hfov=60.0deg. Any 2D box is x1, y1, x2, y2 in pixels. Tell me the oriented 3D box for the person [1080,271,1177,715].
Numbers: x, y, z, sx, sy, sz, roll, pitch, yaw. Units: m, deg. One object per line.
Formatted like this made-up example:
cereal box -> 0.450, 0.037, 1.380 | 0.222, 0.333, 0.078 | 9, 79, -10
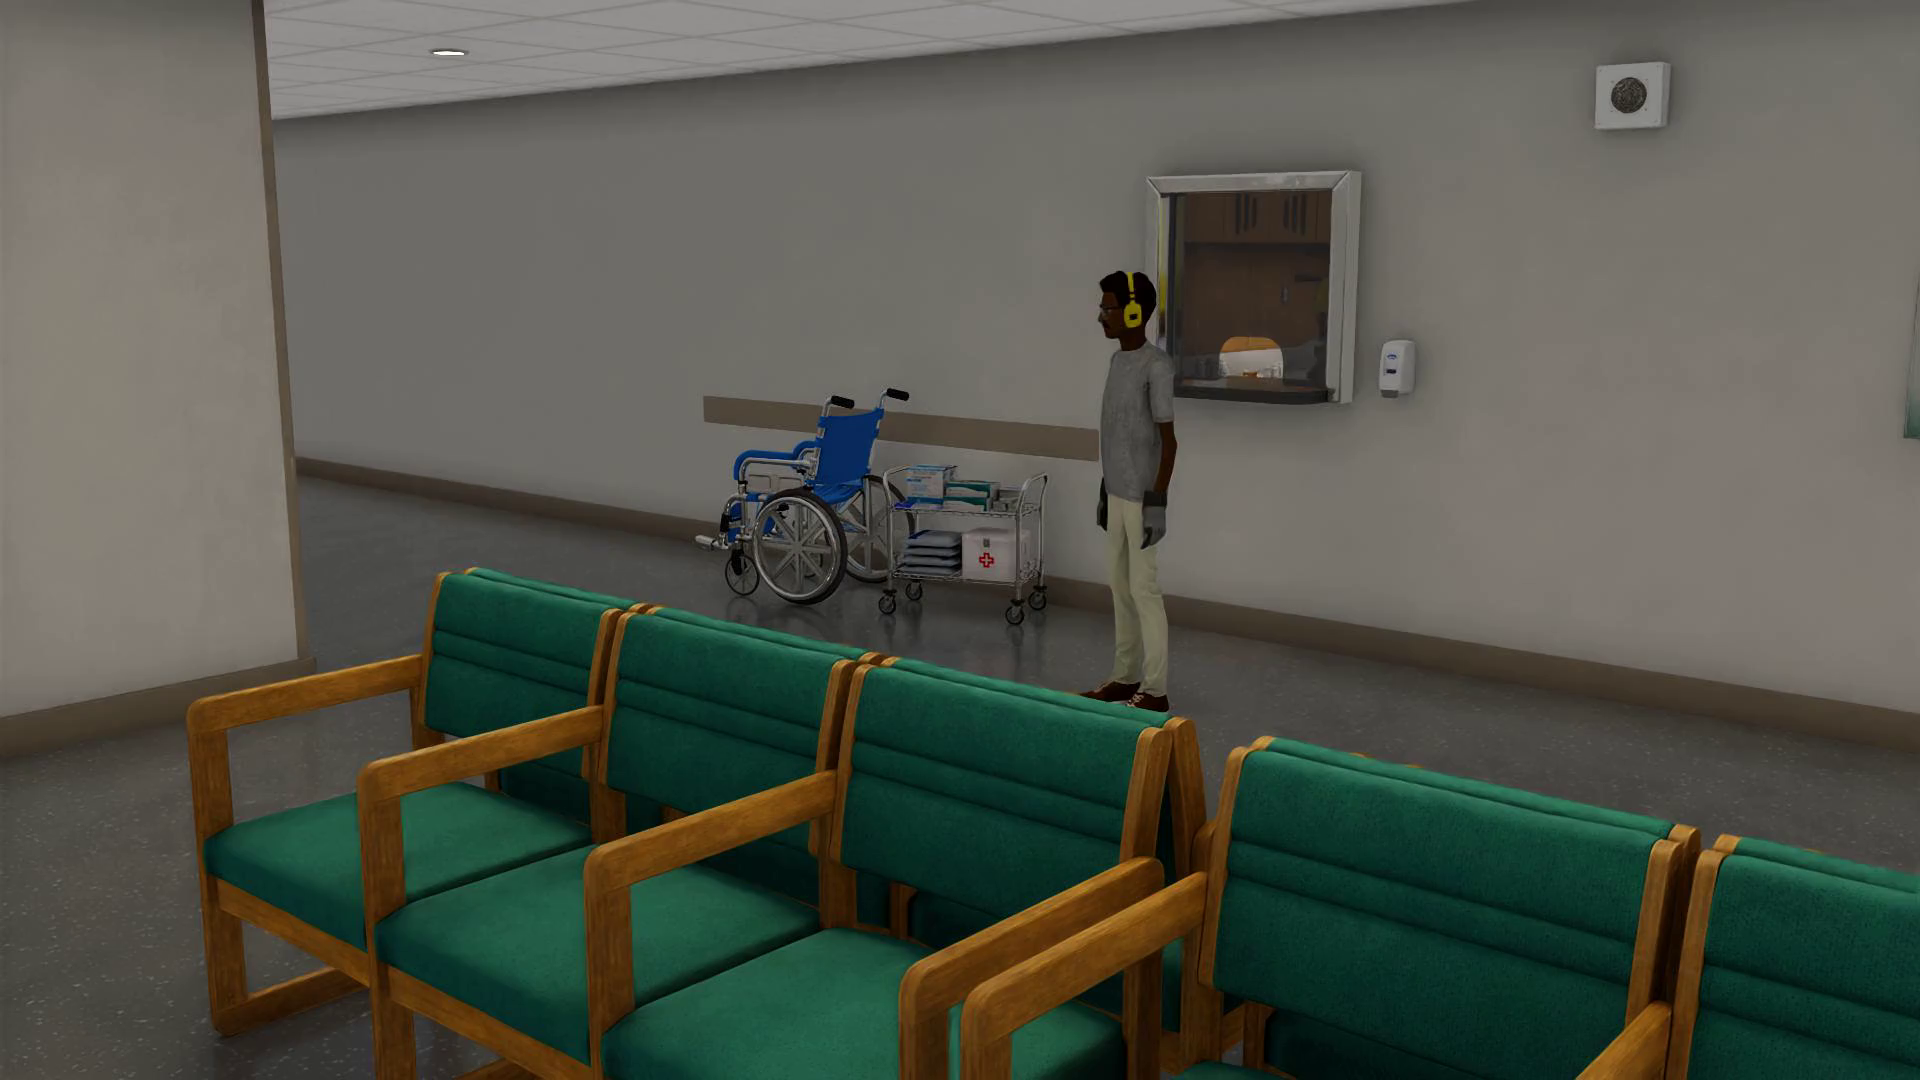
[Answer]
person -> 0.704, -0.174, 6.913 | 0.312, 1.863, 0.535 | -4, 11, -20
